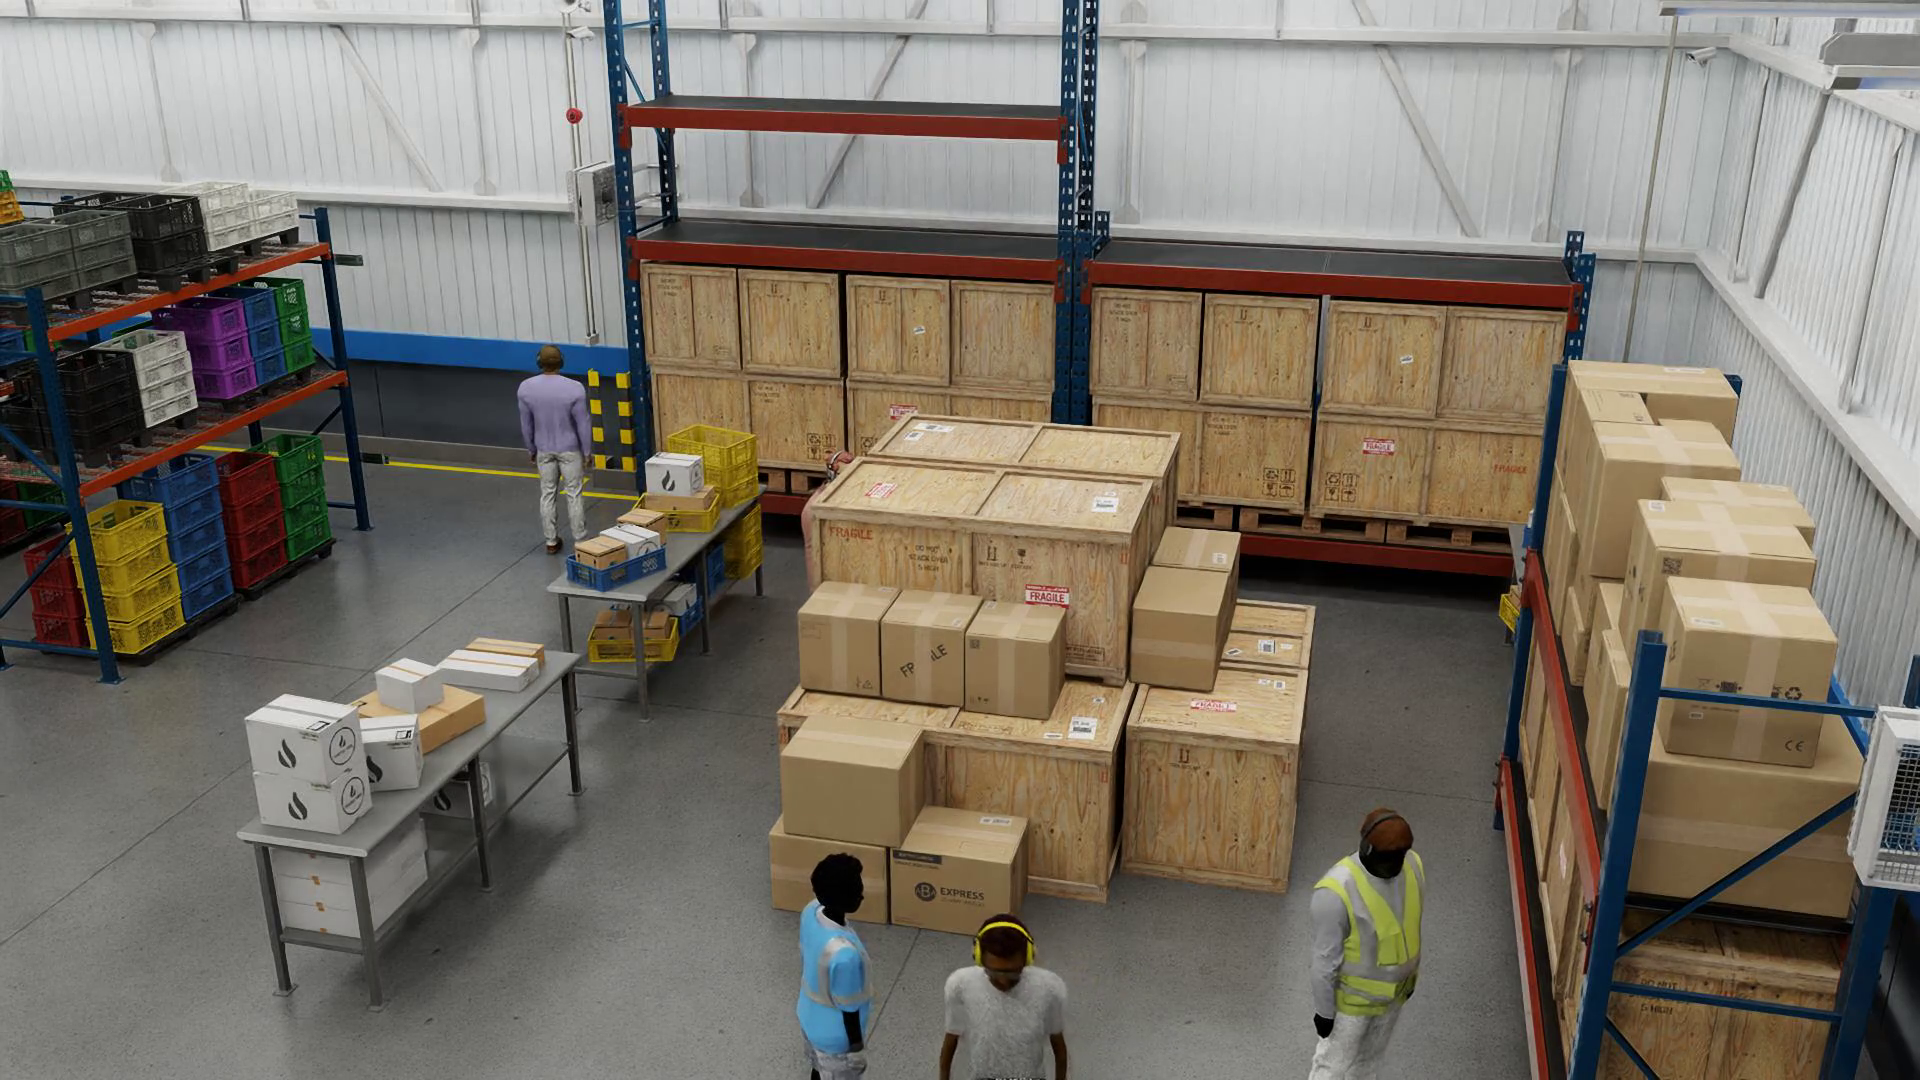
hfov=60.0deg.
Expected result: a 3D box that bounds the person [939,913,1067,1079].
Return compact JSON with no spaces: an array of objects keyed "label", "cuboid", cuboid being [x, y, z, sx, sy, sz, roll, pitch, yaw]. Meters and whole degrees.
[{"label":"person","cuboid":[0.165,2.292,6.830,0.570,1.847,0.428,3,21,7]}]

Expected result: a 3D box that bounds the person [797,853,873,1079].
[{"label":"person","cuboid":[-0.549,2.151,7.391,0.322,1.698,0.534,-8,22,-21]}]

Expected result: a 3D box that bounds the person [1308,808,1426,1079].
[{"label":"person","cuboid":[1.840,2.030,7.518,0.633,1.837,0.429,-14,25,-33]}]

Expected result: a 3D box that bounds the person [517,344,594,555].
[{"label":"person","cuboid":[-3.561,-0.801,14.783,0.635,1.940,0.366,2,21,6]}]

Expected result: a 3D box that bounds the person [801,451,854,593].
[{"label":"person","cuboid":[-0.839,0.259,12.078,0.402,1.900,0.635,16,26,36]}]
